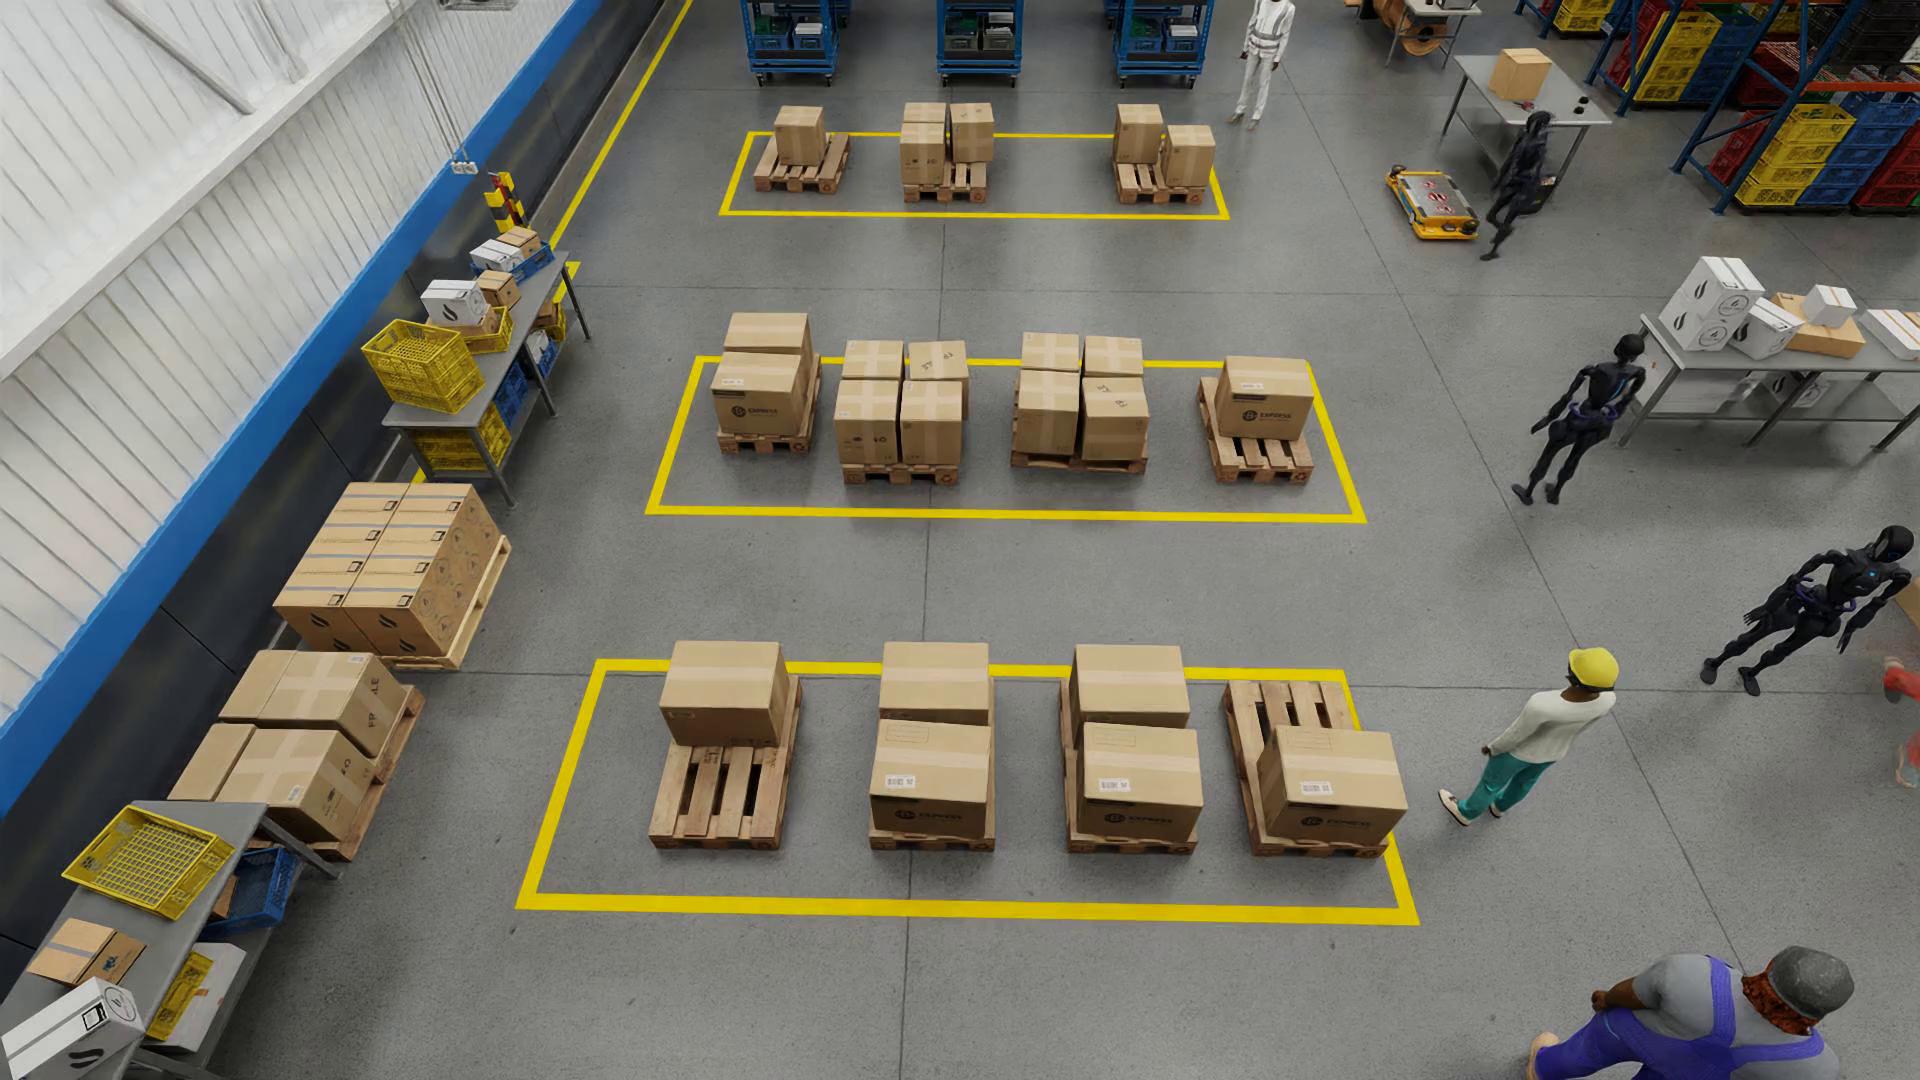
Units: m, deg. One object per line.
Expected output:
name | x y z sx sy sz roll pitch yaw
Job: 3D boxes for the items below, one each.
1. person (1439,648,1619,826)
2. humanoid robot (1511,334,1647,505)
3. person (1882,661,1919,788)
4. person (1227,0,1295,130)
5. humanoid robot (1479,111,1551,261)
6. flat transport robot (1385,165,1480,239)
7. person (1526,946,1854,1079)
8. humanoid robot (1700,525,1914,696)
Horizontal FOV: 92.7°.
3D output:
person | 3.415 1.205 5.499 0.524 1.768 0.324 -6 49 -5
humanoid robot | 5.028 -0.953 7.418 0.610 1.657 0.315 1 49 1
person | 6.561 0.760 5.757 0.647 1.963 0.745 21 52 18
person | 3.954 -6.380 11.989 0.573 1.882 0.356 36 58 27
humanoid robot | 6.046 -3.809 9.909 0.469 1.634 0.642 -9 50 -7
flat transport robot | 5.692 -4.094 11.059 0.652 0.197 1.431 1 49 1
person | 3.414 2.329 4.346 0.687 2.000 0.536 35 58 27
humanoid robot | 5.709 0.500 6.159 0.585 1.657 0.331 17 51 14
